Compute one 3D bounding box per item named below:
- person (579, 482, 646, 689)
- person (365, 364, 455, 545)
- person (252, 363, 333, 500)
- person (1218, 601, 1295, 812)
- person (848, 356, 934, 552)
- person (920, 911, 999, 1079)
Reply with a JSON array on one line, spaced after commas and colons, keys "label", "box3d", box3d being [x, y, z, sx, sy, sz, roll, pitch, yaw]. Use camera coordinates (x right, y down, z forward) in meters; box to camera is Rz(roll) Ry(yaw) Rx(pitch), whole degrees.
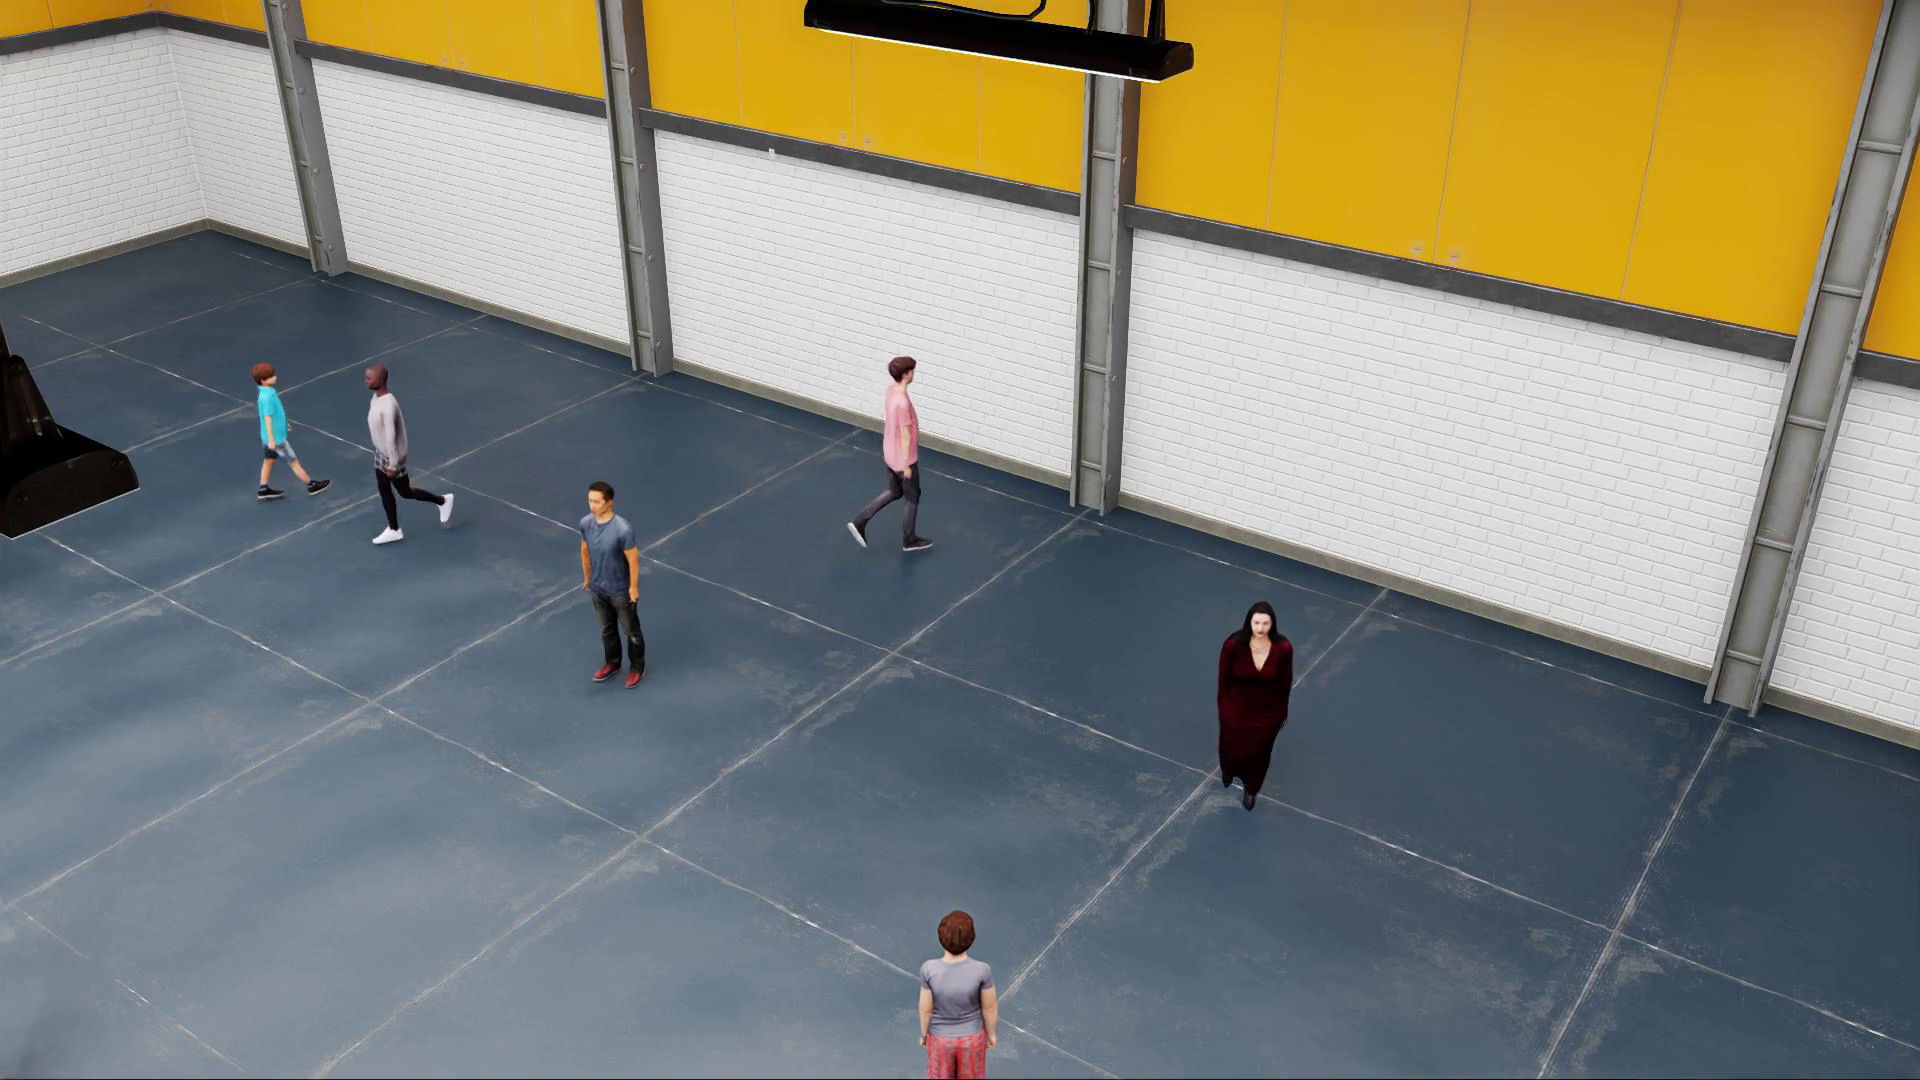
[{"label": "person", "box3d": [-2.766, 0.343, 13.279, 0.543, 1.809, 0.760, 12, 31, 20]}, {"label": "person", "box3d": [-5.181, -0.805, 15.438, 0.877, 1.756, 1.044, -20, 34, -32]}, {"label": "person", "box3d": [-6.752, -1.027, 16.205, 0.911, 1.412, 0.945, -11, 30, -19]}, {"label": "person", "box3d": [2.089, 1.140, 11.887, 0.798, 1.744, 0.872, 2, 29, 4]}, {"label": "person", "box3d": [-0.630, -0.730, 15.113, 1.028, 1.936, 1.068, -11, 30, -19]}, {"label": "person", "box3d": [-0.019, 2.716, 9.093, 0.634, 1.651, 0.725, 0, 29, 1]}]
